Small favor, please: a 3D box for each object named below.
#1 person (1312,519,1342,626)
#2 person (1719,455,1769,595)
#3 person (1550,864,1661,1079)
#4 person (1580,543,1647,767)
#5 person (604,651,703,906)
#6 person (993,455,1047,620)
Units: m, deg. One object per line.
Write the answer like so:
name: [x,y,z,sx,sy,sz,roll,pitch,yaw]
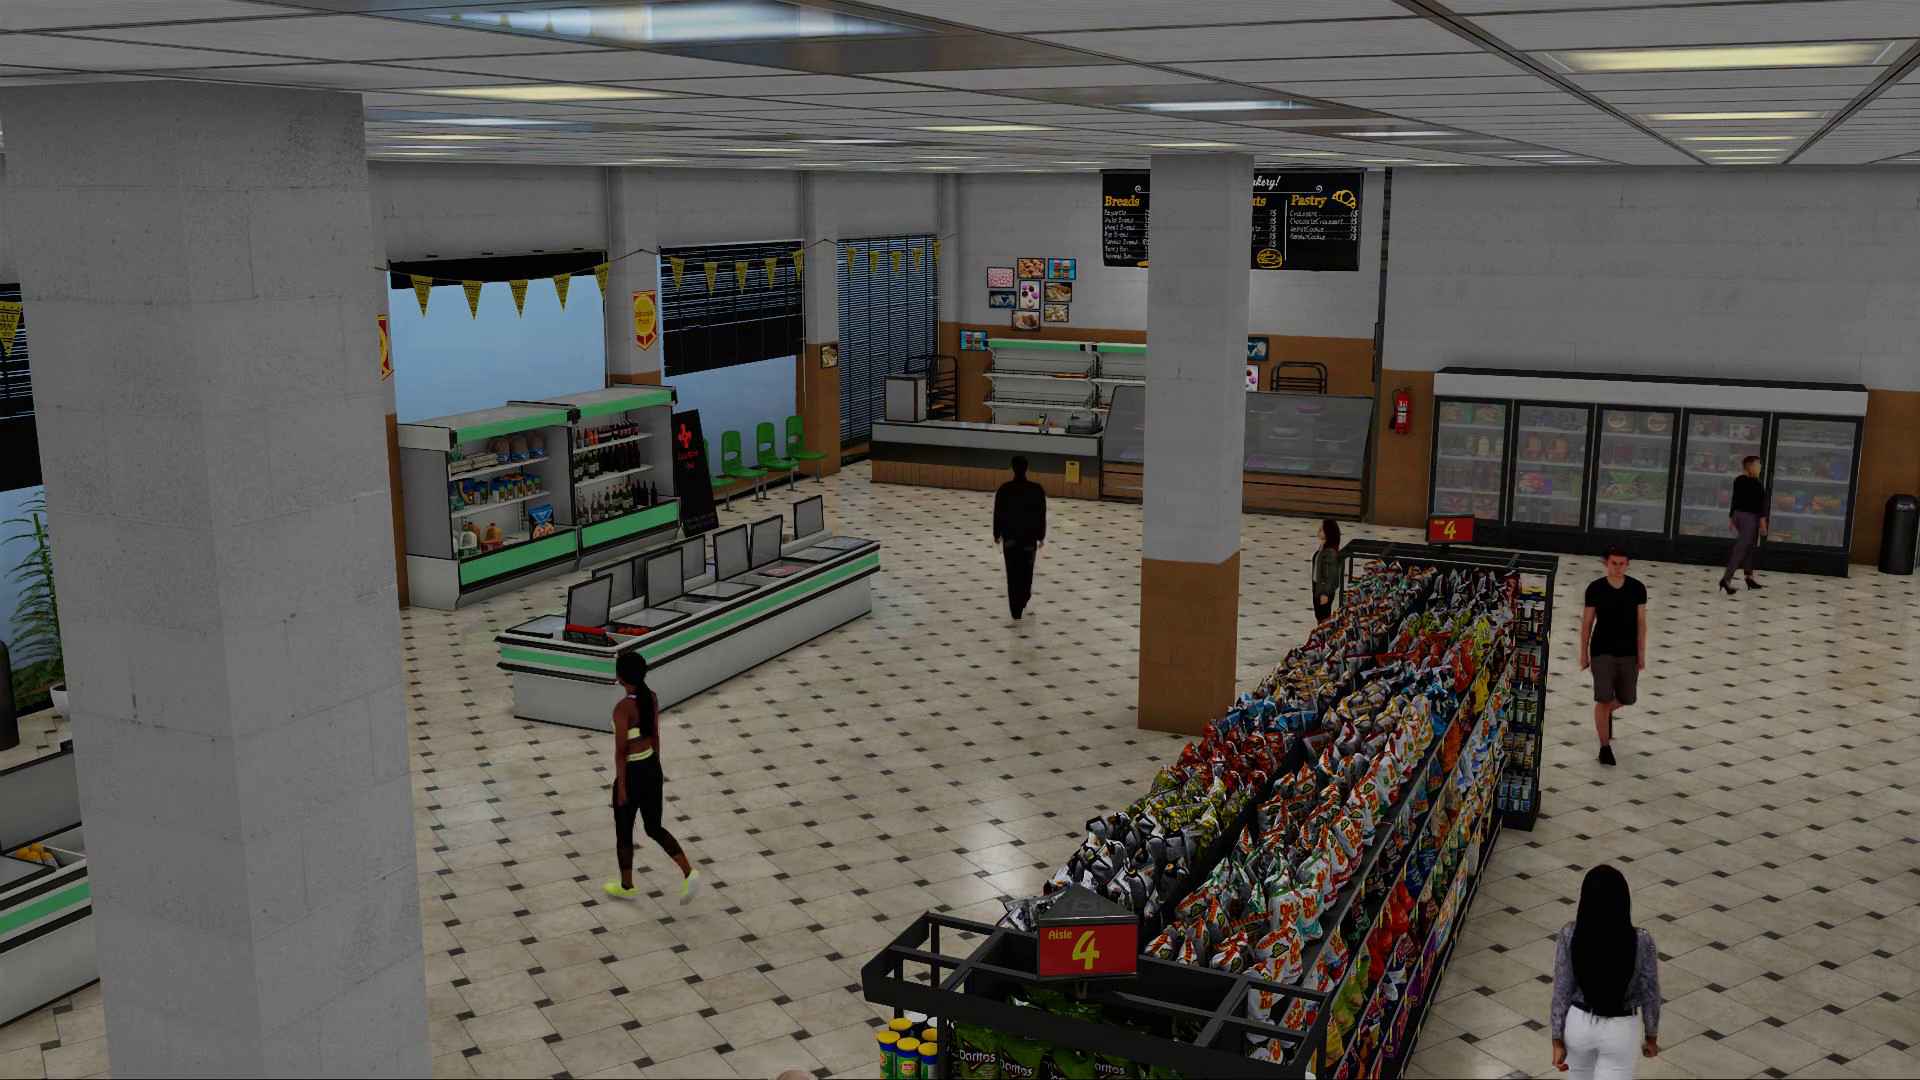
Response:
person: [3.666,0.514,16.723,0.712,1.476,0.590,0,12,-1]
person: [9.120,-0.160,19.501,0.892,1.650,0.867,-2,12,-7]
person: [2.899,2.345,7.536,0.667,1.677,1.217,7,14,29]
person: [5.456,0.918,13.912,0.886,1.843,1.118,1,12,6]
person: [-2.040,1.604,10.928,0.739,1.731,1.011,8,14,33]
person: [0.656,0.013,18.331,1.068,1.794,1.294,0,12,-1]
